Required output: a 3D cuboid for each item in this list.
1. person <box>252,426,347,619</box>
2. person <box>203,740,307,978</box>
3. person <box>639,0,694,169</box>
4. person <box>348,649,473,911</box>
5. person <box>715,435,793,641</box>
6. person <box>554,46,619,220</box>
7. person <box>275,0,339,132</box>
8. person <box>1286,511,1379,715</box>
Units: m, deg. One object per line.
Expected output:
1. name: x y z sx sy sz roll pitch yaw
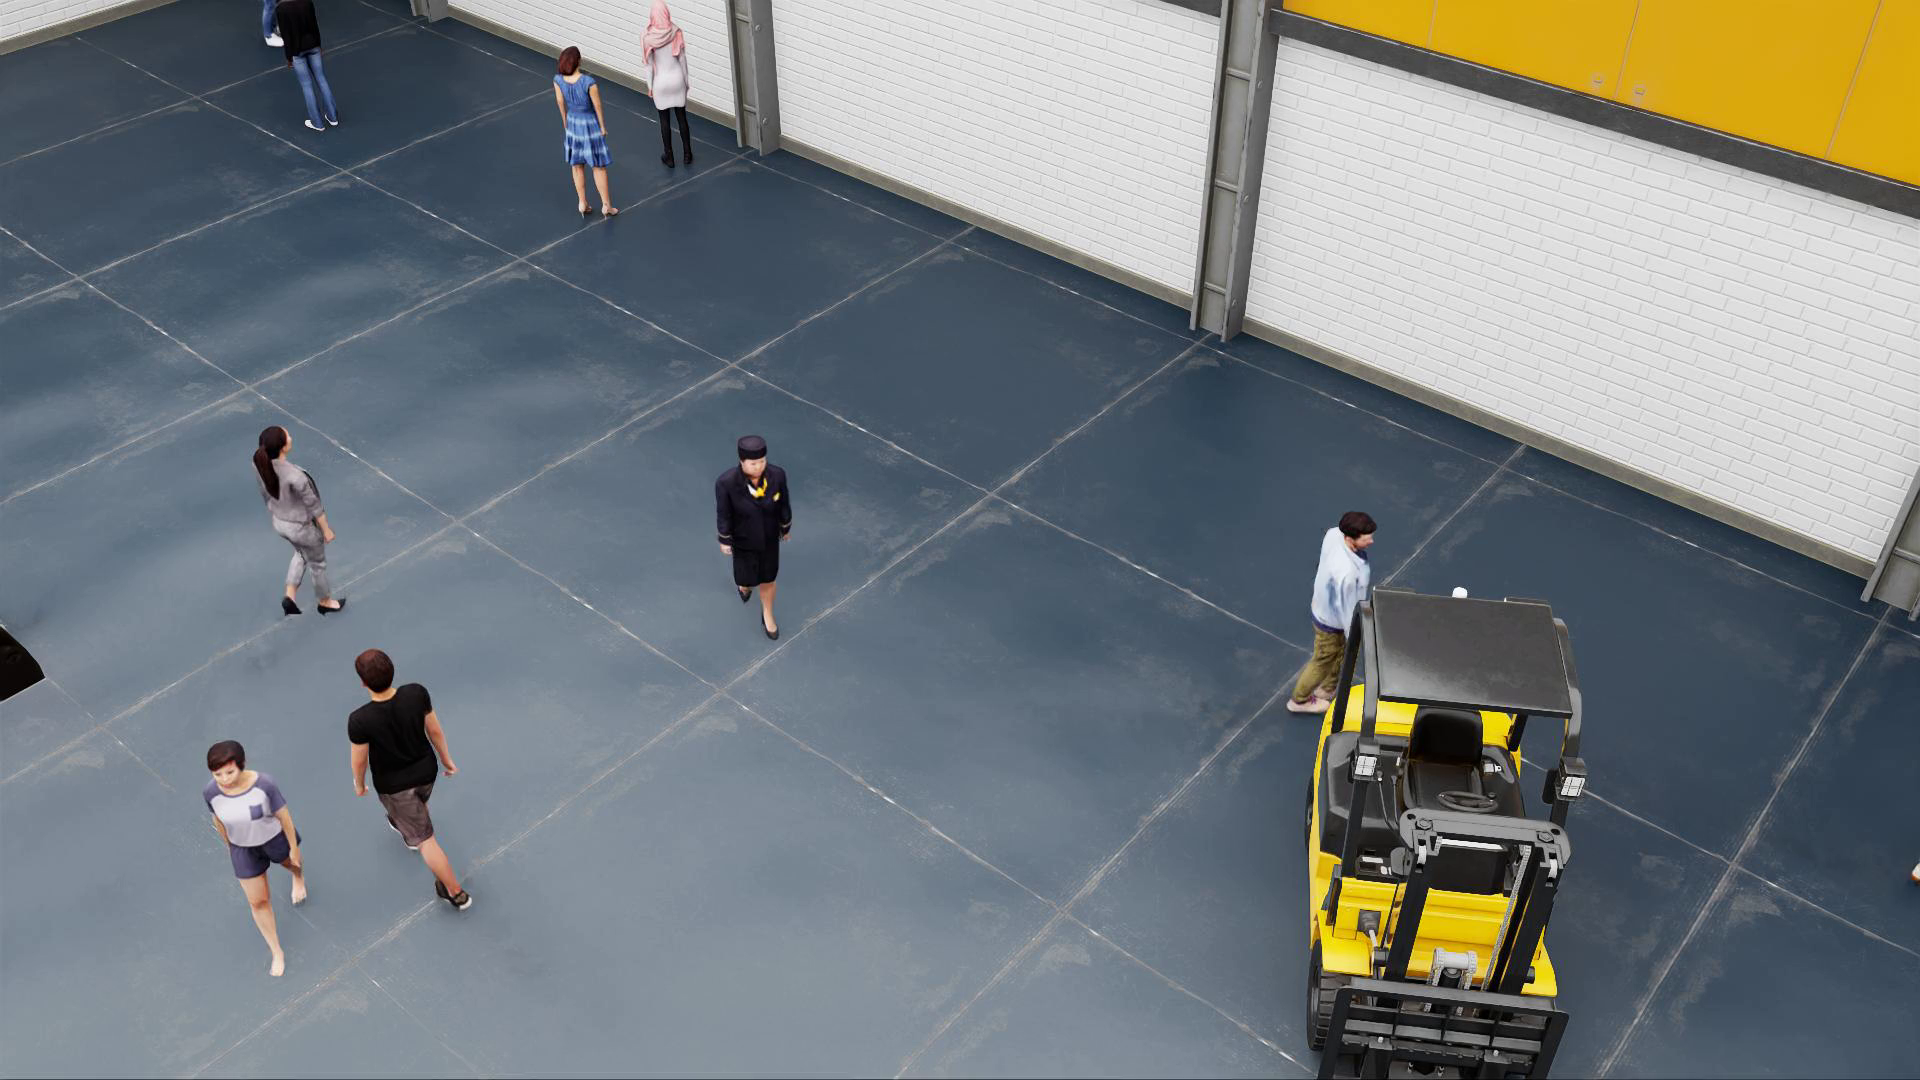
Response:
1. person: -4.704 -0.044 11.692 0.694 1.665 0.746 19 42 22
2. person: -4.041 1.689 9.641 0.939 1.516 1.091 -9 39 -11
3. person: -3.077 -4.819 17.559 0.735 1.804 0.757 -13 41 -16
4. person: -3.195 1.437 9.717 1.188 1.815 0.737 31 48 33
5. person: -1.464 -0.059 11.712 0.878 1.662 0.943 -13 41 -16
6. person: -3.744 -4.058 16.604 0.670 1.806 0.809 8 39 10
7. person: -7.223 -5.391 18.320 0.542 1.748 0.603 31 48 32
8. person: 2.363 0.501 10.908 0.913 1.790 0.865 1 39 1
